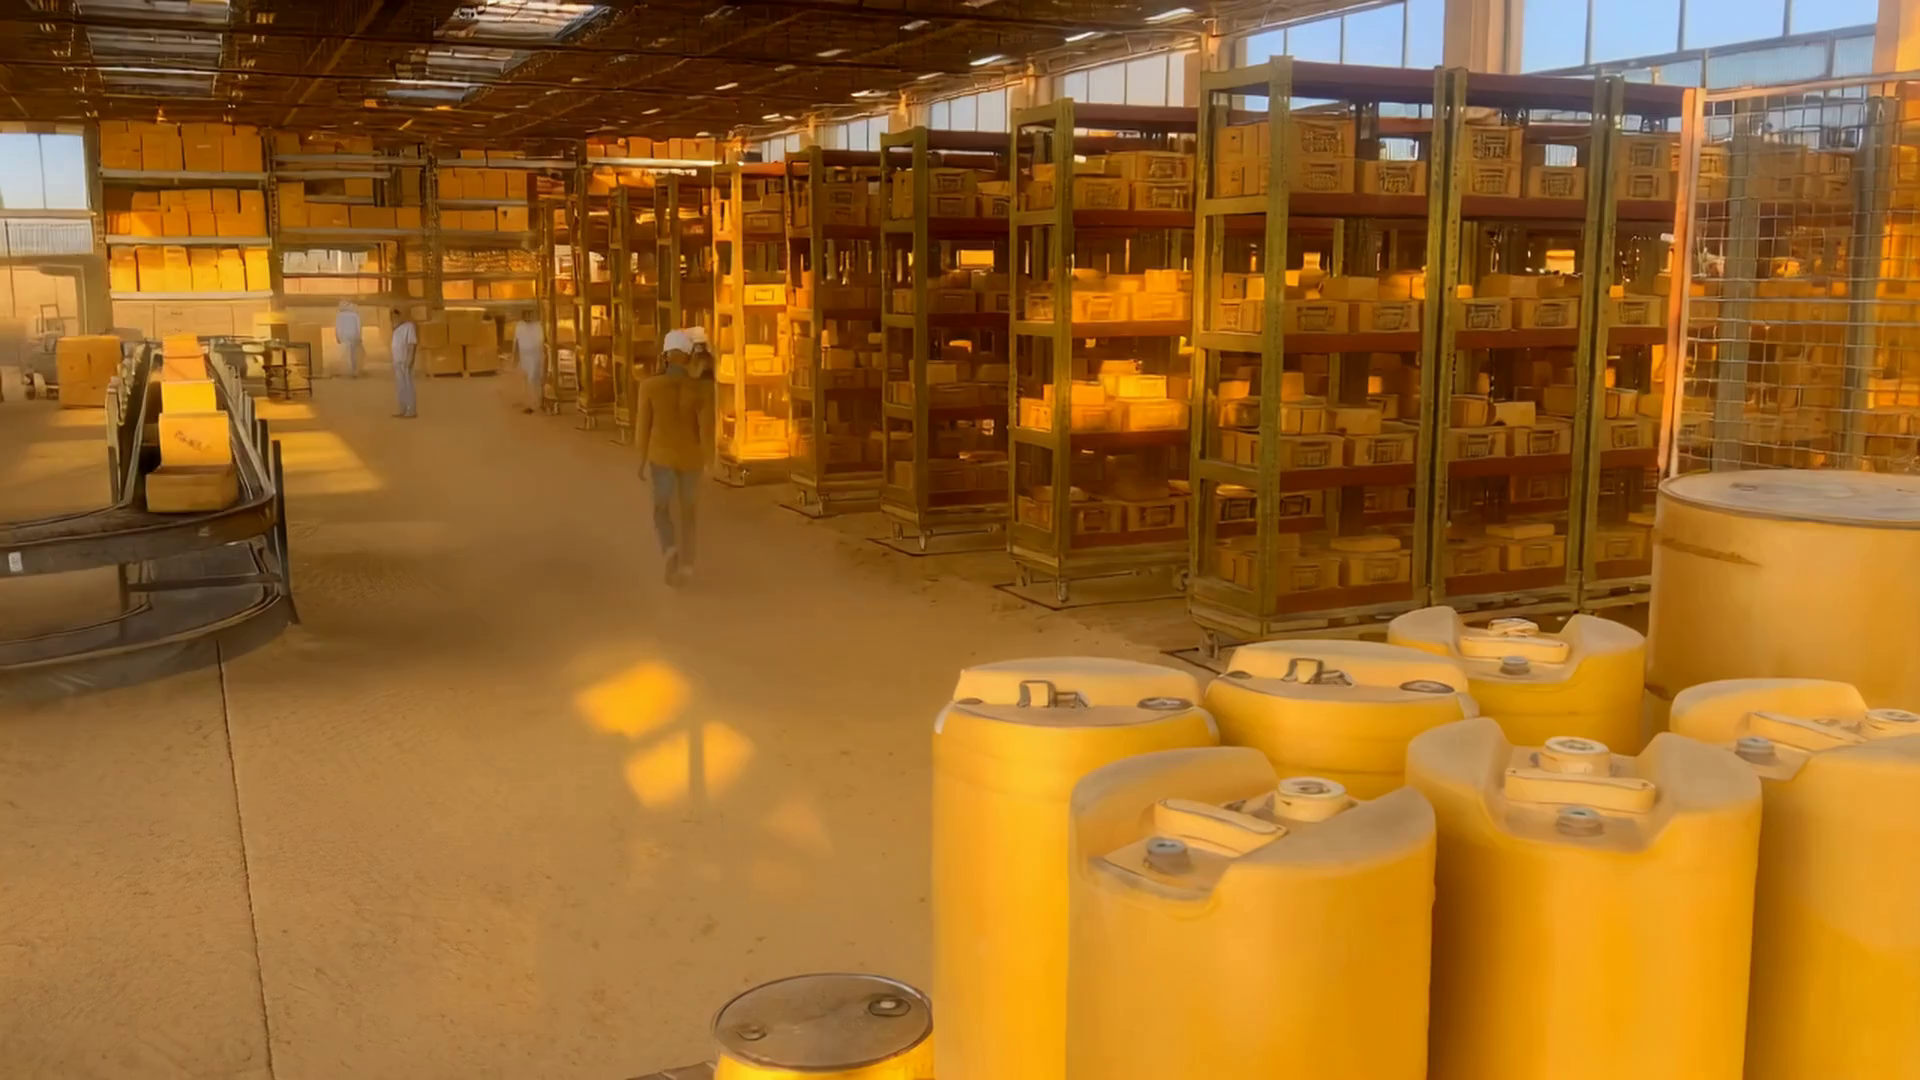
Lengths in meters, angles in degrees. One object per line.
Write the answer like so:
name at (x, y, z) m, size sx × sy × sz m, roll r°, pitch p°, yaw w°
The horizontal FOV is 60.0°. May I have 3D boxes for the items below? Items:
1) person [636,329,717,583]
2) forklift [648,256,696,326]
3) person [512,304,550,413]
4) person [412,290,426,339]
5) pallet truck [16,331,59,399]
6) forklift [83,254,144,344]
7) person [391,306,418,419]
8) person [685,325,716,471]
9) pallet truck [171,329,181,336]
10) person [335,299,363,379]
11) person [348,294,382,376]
person at (-2.176, -0.634, 12.835) m, size 0.621 × 1.973 × 0.736 m, roll -3°, pitch 10°, yaw -16°
forklift at (-8.236, -6.332, 45.374) m, size 1.873 × 2.768 × 1.129 m, roll -4°, pitch 10°, yaw -25°
person at (-7.374, -3.152, 28.784) m, size 0.652 × 1.875 × 0.873 m, roll 4°, pitch 10°, yaw 22°
person at (-15.821, -6.345, 48.528) m, size 0.706 × 1.882 × 0.653 m, roll -7°, pitch 11°, yaw -35°
pallet truck at (-17.082, -3.353, 31.781) m, size 1.630 × 1.274 × 0.653 m, roll -4°, pitch 10°, yaw -25°
forklift at (-20.213, -5.297, 38.952) m, size 1.873 × 2.768 × 1.129 m, roll -4°, pitch 10°, yaw -25°
person at (-9.154, -2.921, 27.400) m, size 0.564 × 1.848 × 0.390 m, roll 8°, pitch 12°, yaw 42°
person at (-3.201, -1.663, 19.780) m, size 0.622 × 1.794 × 0.412 m, roll 2°, pitch 9°, yaw 14°
pallet truck at (-17.275, -3.851, 35.096) m, size 1.601 × 1.201 × 0.680 m, roll 0°, pitch 9°, yaw 1°
person at (-13.819, -4.537, 37.610) m, size 0.599 × 1.777 × 0.943 m, roll -4°, pitch 10°, yaw -24°
person at (-13.859, -4.732, 38.475) m, size 0.972 × 1.896 × 0.631 m, roll -1°, pitch 9°, yaw -6°
